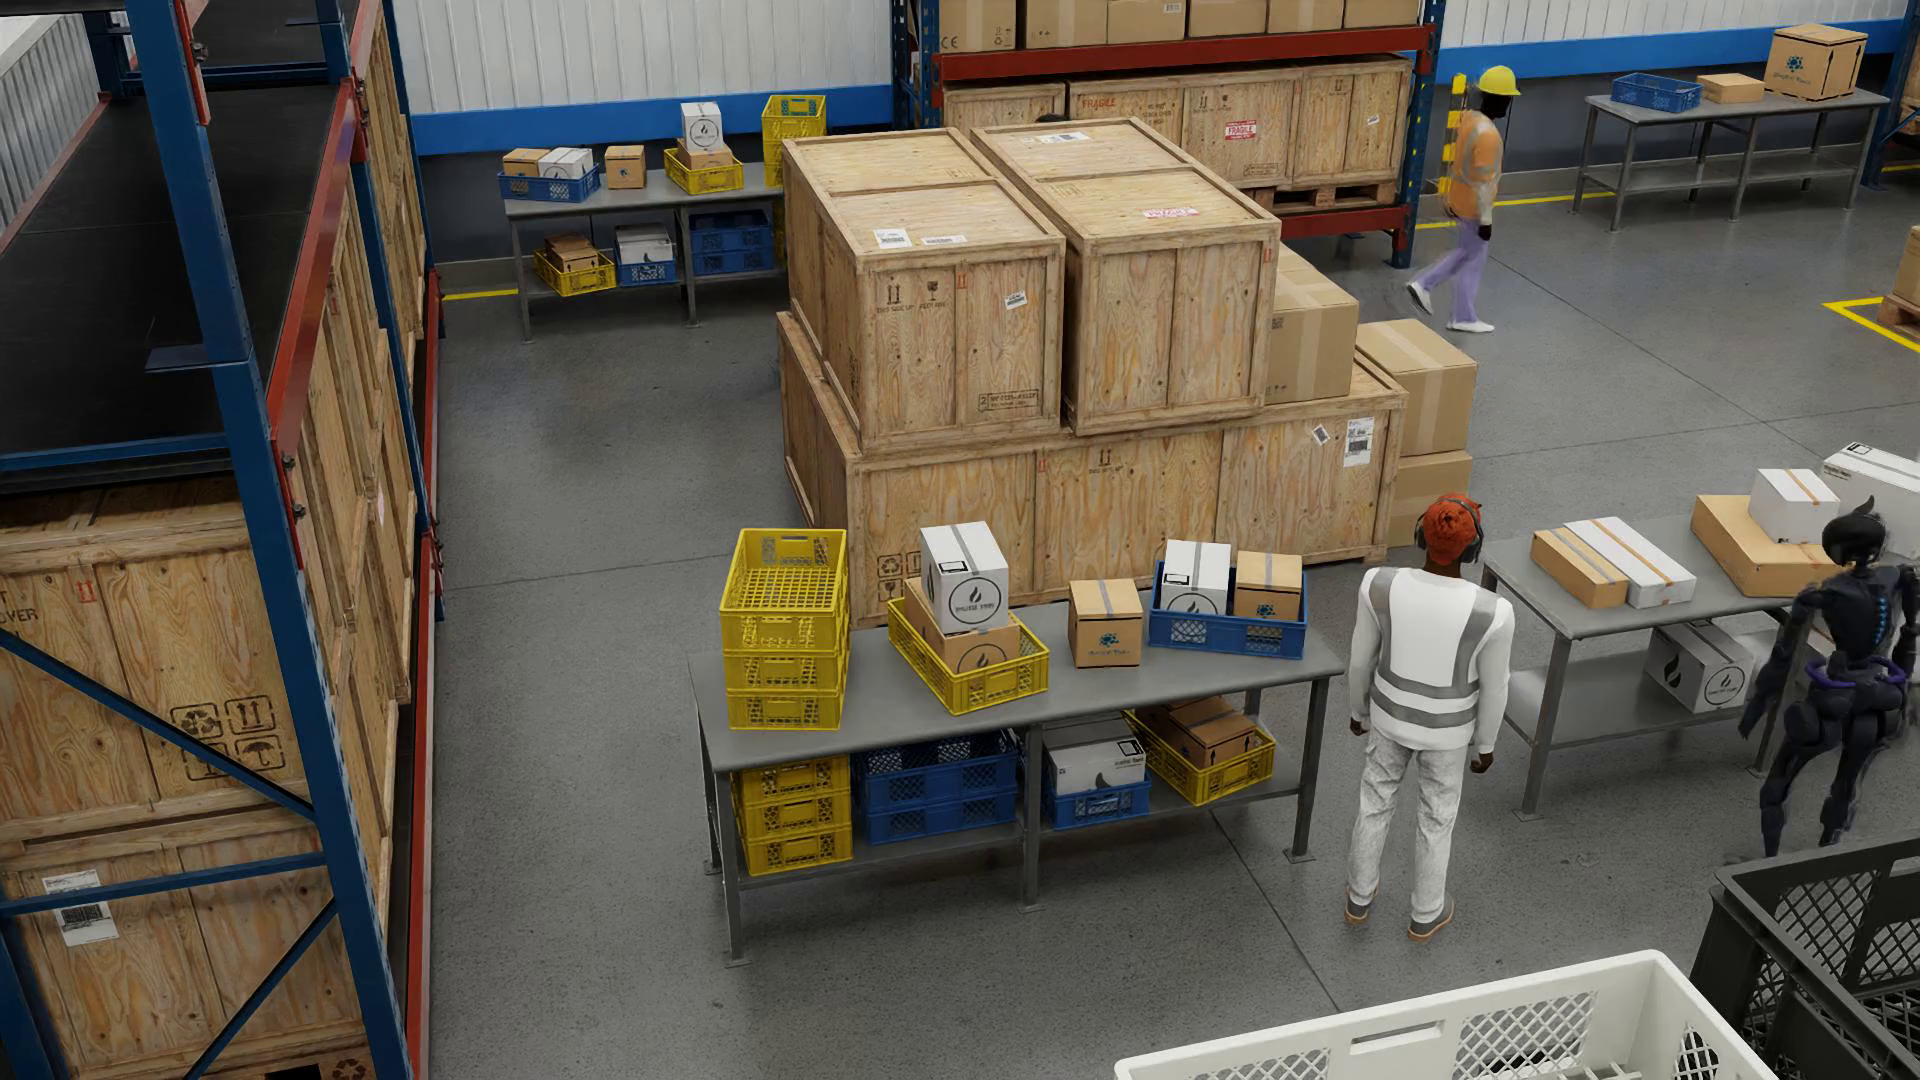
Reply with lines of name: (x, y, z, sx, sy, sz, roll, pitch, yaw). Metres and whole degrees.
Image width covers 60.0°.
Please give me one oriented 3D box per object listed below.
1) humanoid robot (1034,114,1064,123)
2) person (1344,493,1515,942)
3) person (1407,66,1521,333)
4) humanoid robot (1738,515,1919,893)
humanoid robot: (0.681, -2.149, 11.565, 0.487, 1.647, 0.586, 1, 29, 3)
person: (1.722, 0.682, 6.207, 0.574, 1.882, 0.356, 15, 32, 25)
person: (3.601, -2.378, 11.728, 0.533, 1.910, 0.594, 2, 29, 4)
humanoid robot: (3.456, 0.629, 6.527, 0.650, 1.630, 0.396, -3, 29, -5)
